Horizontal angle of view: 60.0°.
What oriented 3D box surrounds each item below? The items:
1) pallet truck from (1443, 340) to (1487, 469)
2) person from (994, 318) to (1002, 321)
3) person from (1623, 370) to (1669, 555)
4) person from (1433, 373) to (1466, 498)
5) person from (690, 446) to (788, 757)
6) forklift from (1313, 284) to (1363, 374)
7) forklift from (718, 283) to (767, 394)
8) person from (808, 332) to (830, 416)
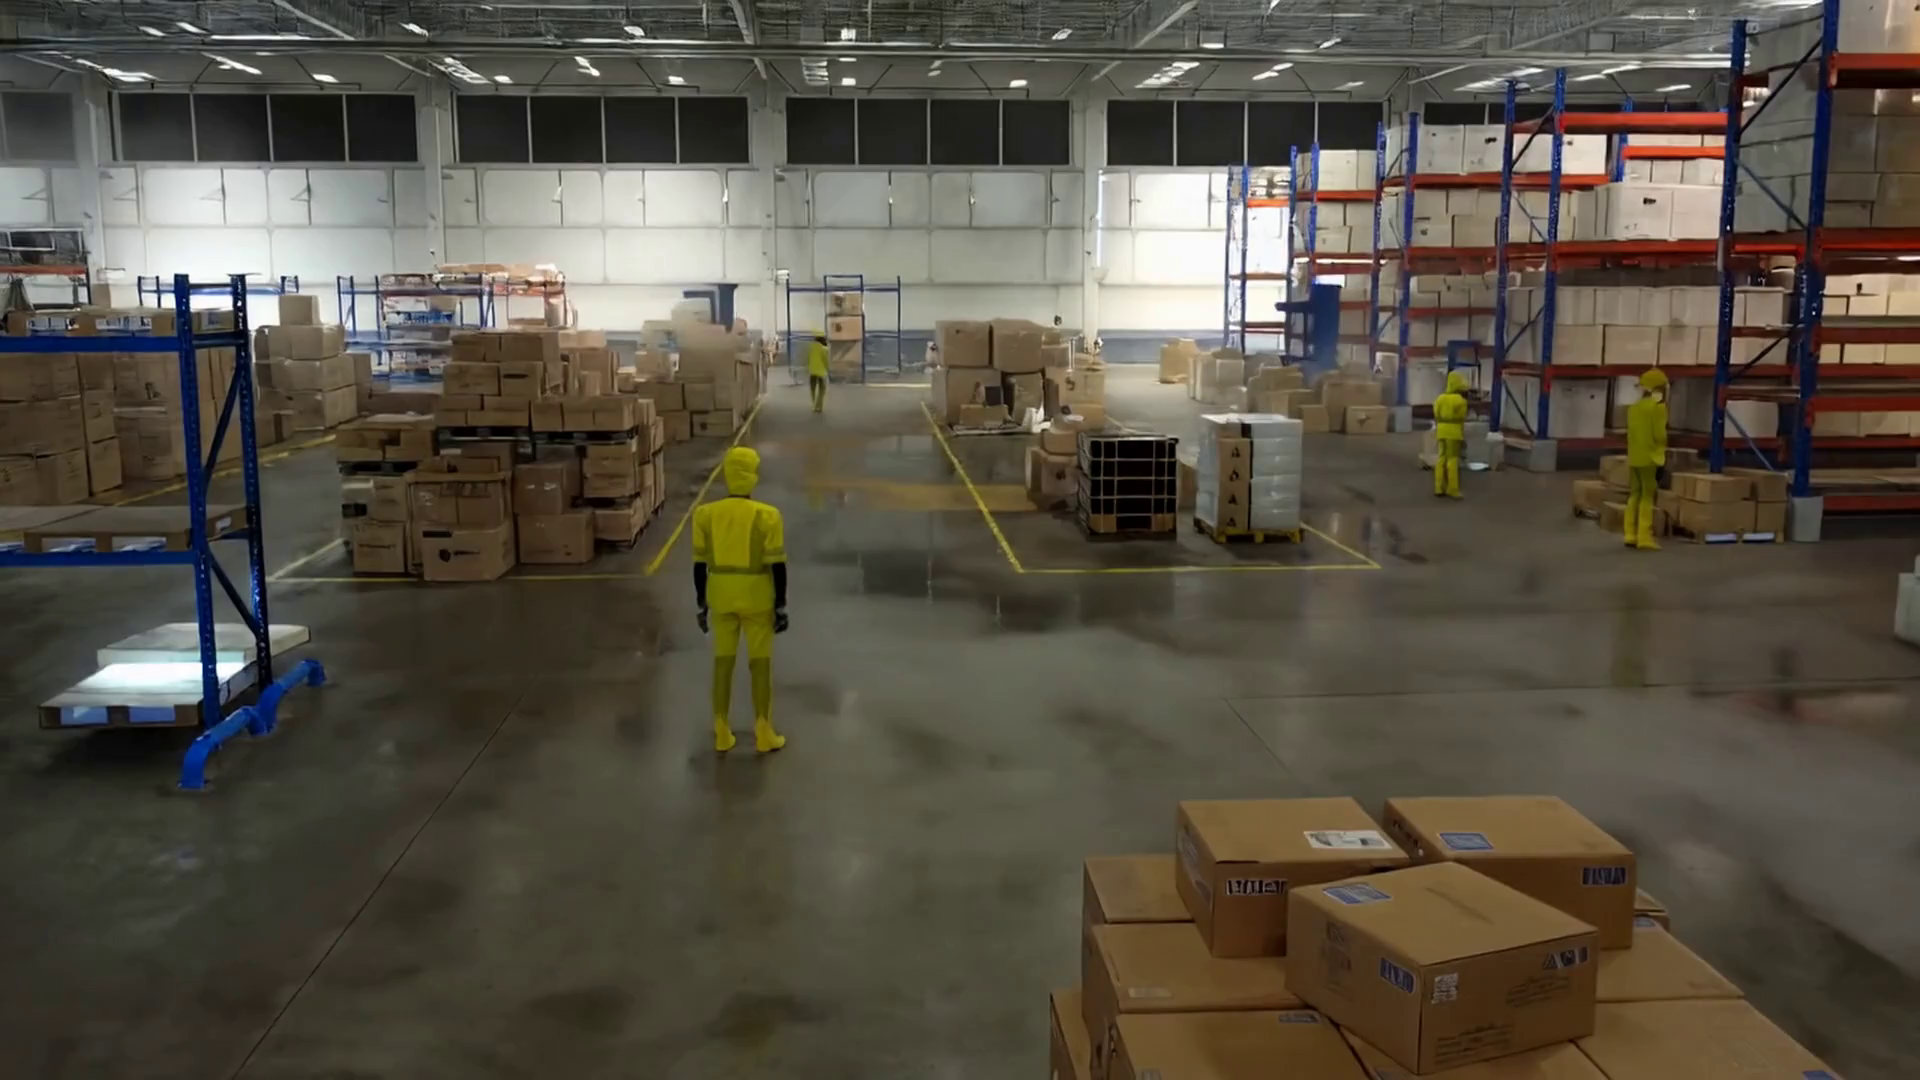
[{"bbox_3d":[8.004,-2.170,26.422,0.823,1.965,1.885,2,9,14],"label":"pallet truck"},{"bbox_3d":[0.968,-4.710,42.551,0.361,1.939,0.542,-4,10,-23],"label":"person"},{"bbox_3d":[7.478,-0.845,18.100,0.372,1.997,0.611,-1,9,-7],"label":"person"},{"bbox_3d":[6.661,-1.416,22.621,0.322,1.696,0.536,-6,11,-32],"label":"person"},{"bbox_3d":[-1.374,0.388,10.456,0.612,1.964,0.364,2,9,11],"label":"person"},{"bbox_3d":[7.913,-4.132,35.977,1.873,2.768,1.129,-1,9,-4],"label":"forklift"},{"bbox_3d":[-5.830,-5.051,41.744,1.873,2.768,1.129,-1,9,-4],"label":"forklift"},{"bbox_3d":[-3.056,-3.593,35.995,0.433,1.806,0.711,-7,11,-36],"label":"person"}]
